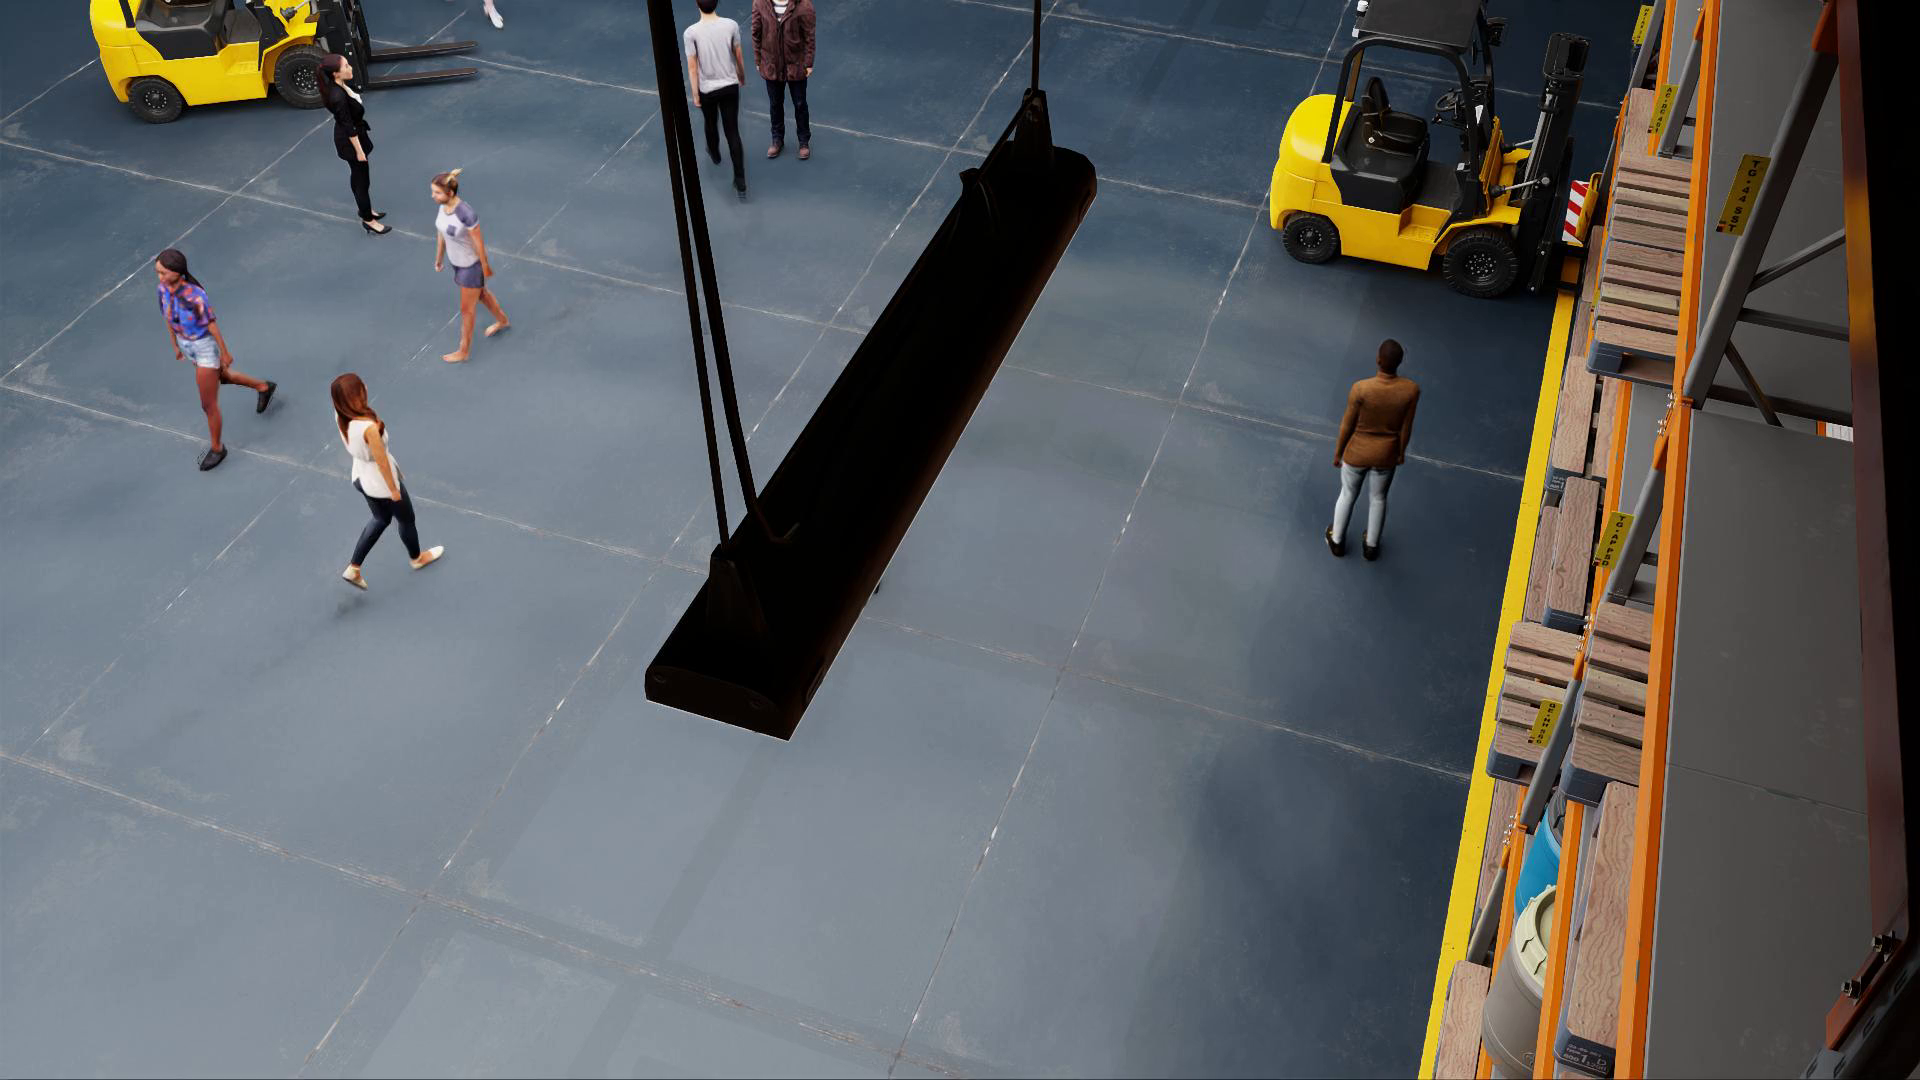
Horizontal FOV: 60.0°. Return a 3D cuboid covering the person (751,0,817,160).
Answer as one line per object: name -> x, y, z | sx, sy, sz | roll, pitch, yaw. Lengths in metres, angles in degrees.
person -> -1.605, -4.395, 15.262 | 0.819, 1.849, 0.769 | 5, 44, 5

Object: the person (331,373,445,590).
person -> -3.956, -0.356, 11.081 | 0.812, 1.767, 1.047 | 31, 51, 28

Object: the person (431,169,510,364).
person -> -3.841, -2.237, 13.186 | 1.028, 1.587, 0.850 | -31, 52, -29

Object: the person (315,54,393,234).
person -> -5.263, -3.429, 14.385 | 0.735, 1.659, 0.674 | -18, 46, -18

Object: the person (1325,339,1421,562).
person -> 2.797, -0.594, 11.296 | 0.690, 1.814, 0.646 | 3, 44, 3

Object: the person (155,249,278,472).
person -> -5.505, -1.428, 12.249 | 0.649, 1.707, 1.175 | 18, 46, 18

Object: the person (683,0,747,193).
person -> -2.131, -3.972, 14.832 | 1.155, 1.828, 1.300 | -12, 45, -12
